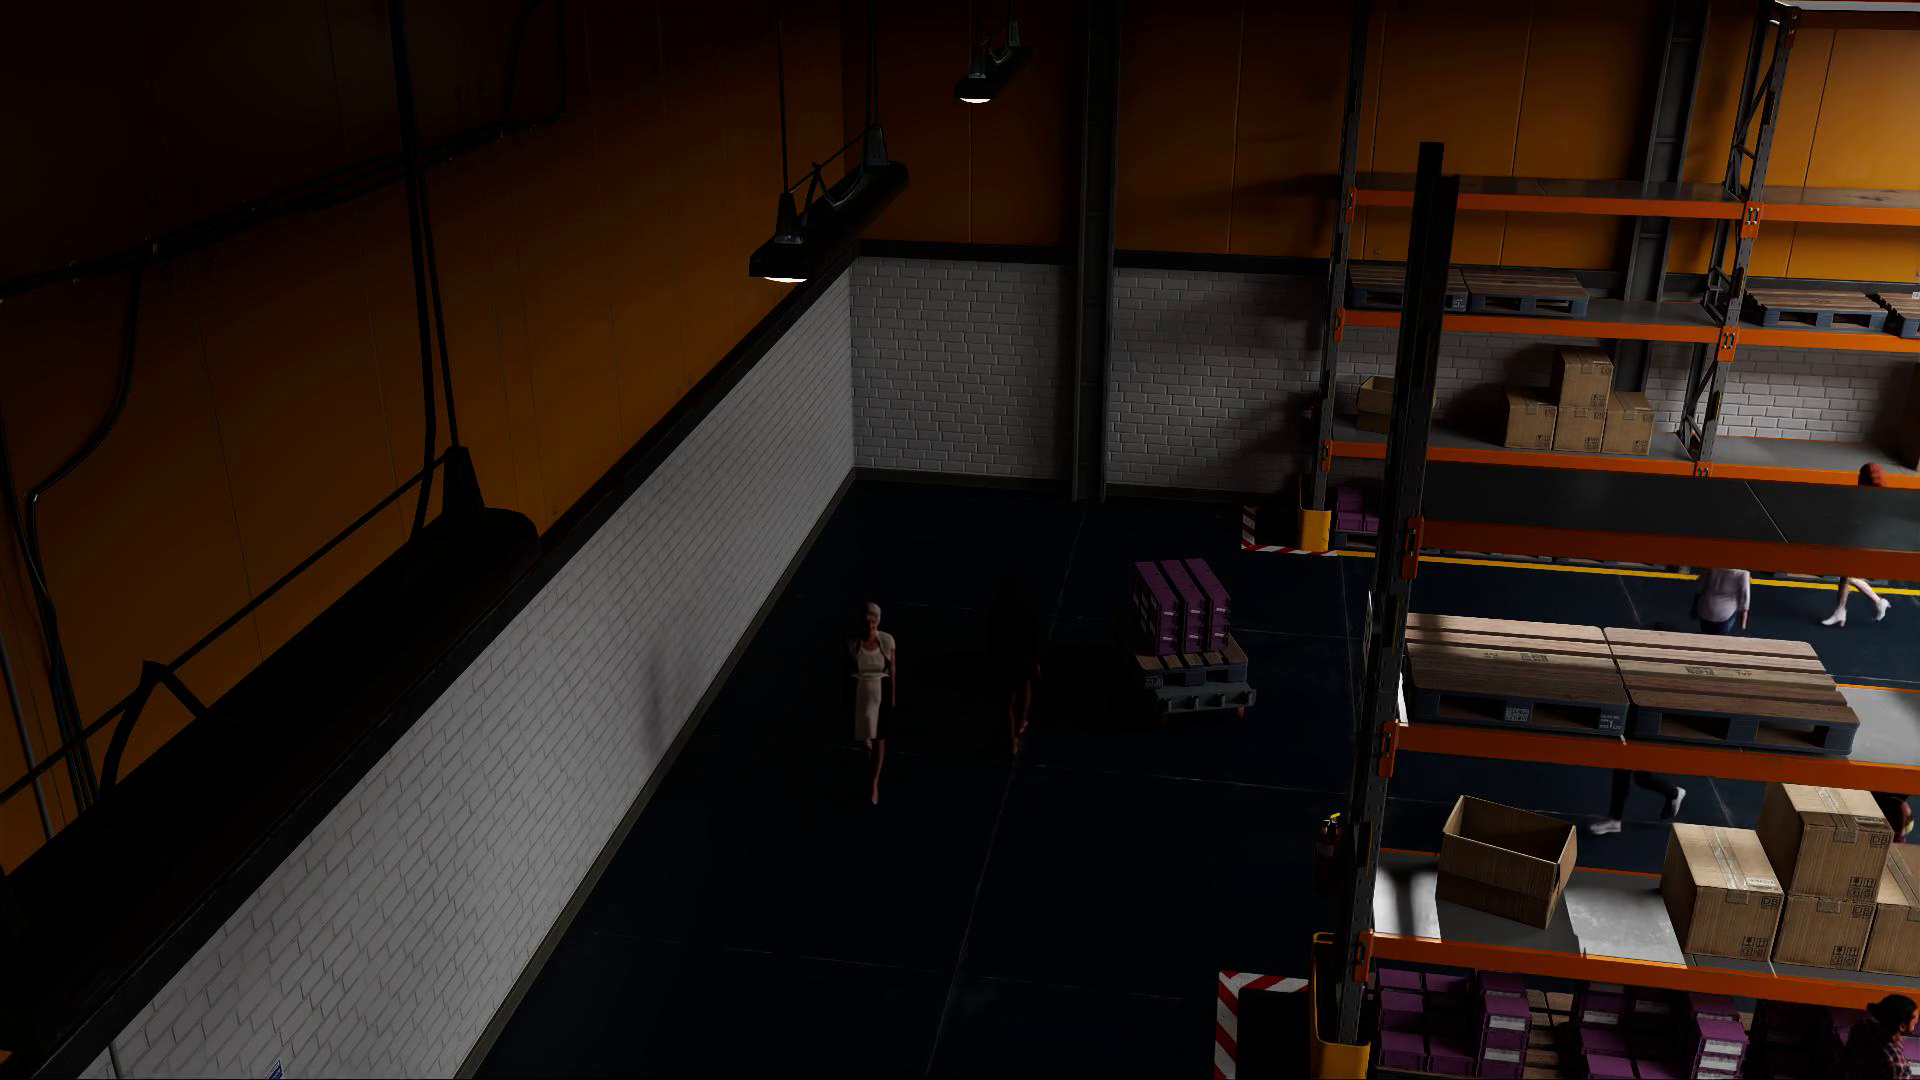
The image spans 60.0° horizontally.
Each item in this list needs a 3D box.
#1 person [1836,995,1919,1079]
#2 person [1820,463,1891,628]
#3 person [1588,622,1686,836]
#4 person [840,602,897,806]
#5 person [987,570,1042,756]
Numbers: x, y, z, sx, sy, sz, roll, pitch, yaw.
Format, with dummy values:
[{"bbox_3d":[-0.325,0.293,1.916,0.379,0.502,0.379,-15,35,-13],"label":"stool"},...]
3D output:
[{"bbox_3d":[5.046,3.311,9.443,0.643,1.752,0.690,4,24,8],"label":"person"},{"bbox_3d":[9.156,0.077,16.766,0.840,1.813,0.648,2,24,4],"label":"person"},{"bbox_3d":[5.562,1.516,13.352,1.190,1.910,1.009,-8,25,-17],"label":"person"},{"bbox_3d":[-0.775,1.310,14.048,1.044,1.730,0.840,-1,24,-3],"label":"person"},{"bbox_3d":[0.472,1.097,14.568,0.770,1.704,0.752,1,24,2],"label":"person"}]
